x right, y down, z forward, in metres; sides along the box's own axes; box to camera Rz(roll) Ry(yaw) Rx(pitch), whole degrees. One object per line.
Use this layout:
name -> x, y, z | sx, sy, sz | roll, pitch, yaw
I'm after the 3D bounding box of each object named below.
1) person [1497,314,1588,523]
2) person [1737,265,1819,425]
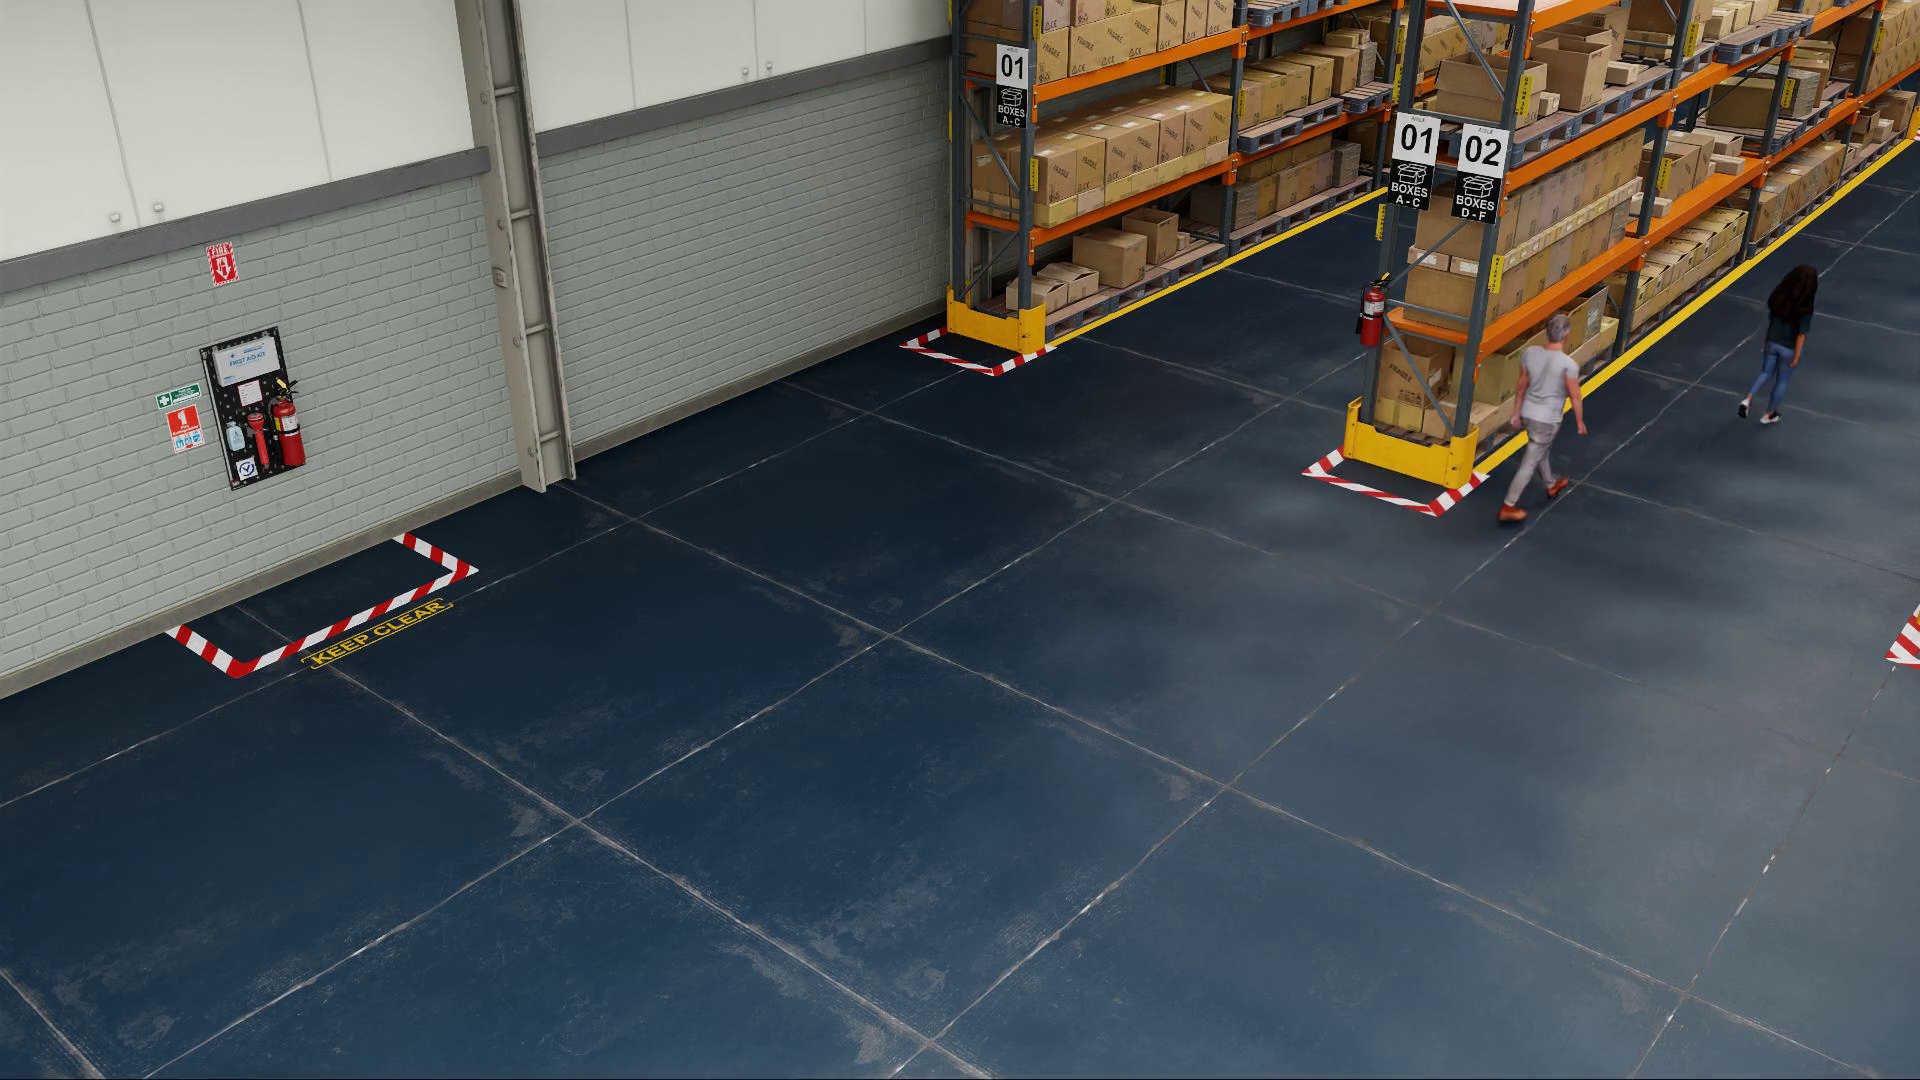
person -> 4.821, -0.971, 14.005 | 1.269, 1.778, 1.009 | -13, 31, -24
person -> 7.759, -1.826, 15.792 | 0.908, 1.606, 0.755 | -15, 31, -26
